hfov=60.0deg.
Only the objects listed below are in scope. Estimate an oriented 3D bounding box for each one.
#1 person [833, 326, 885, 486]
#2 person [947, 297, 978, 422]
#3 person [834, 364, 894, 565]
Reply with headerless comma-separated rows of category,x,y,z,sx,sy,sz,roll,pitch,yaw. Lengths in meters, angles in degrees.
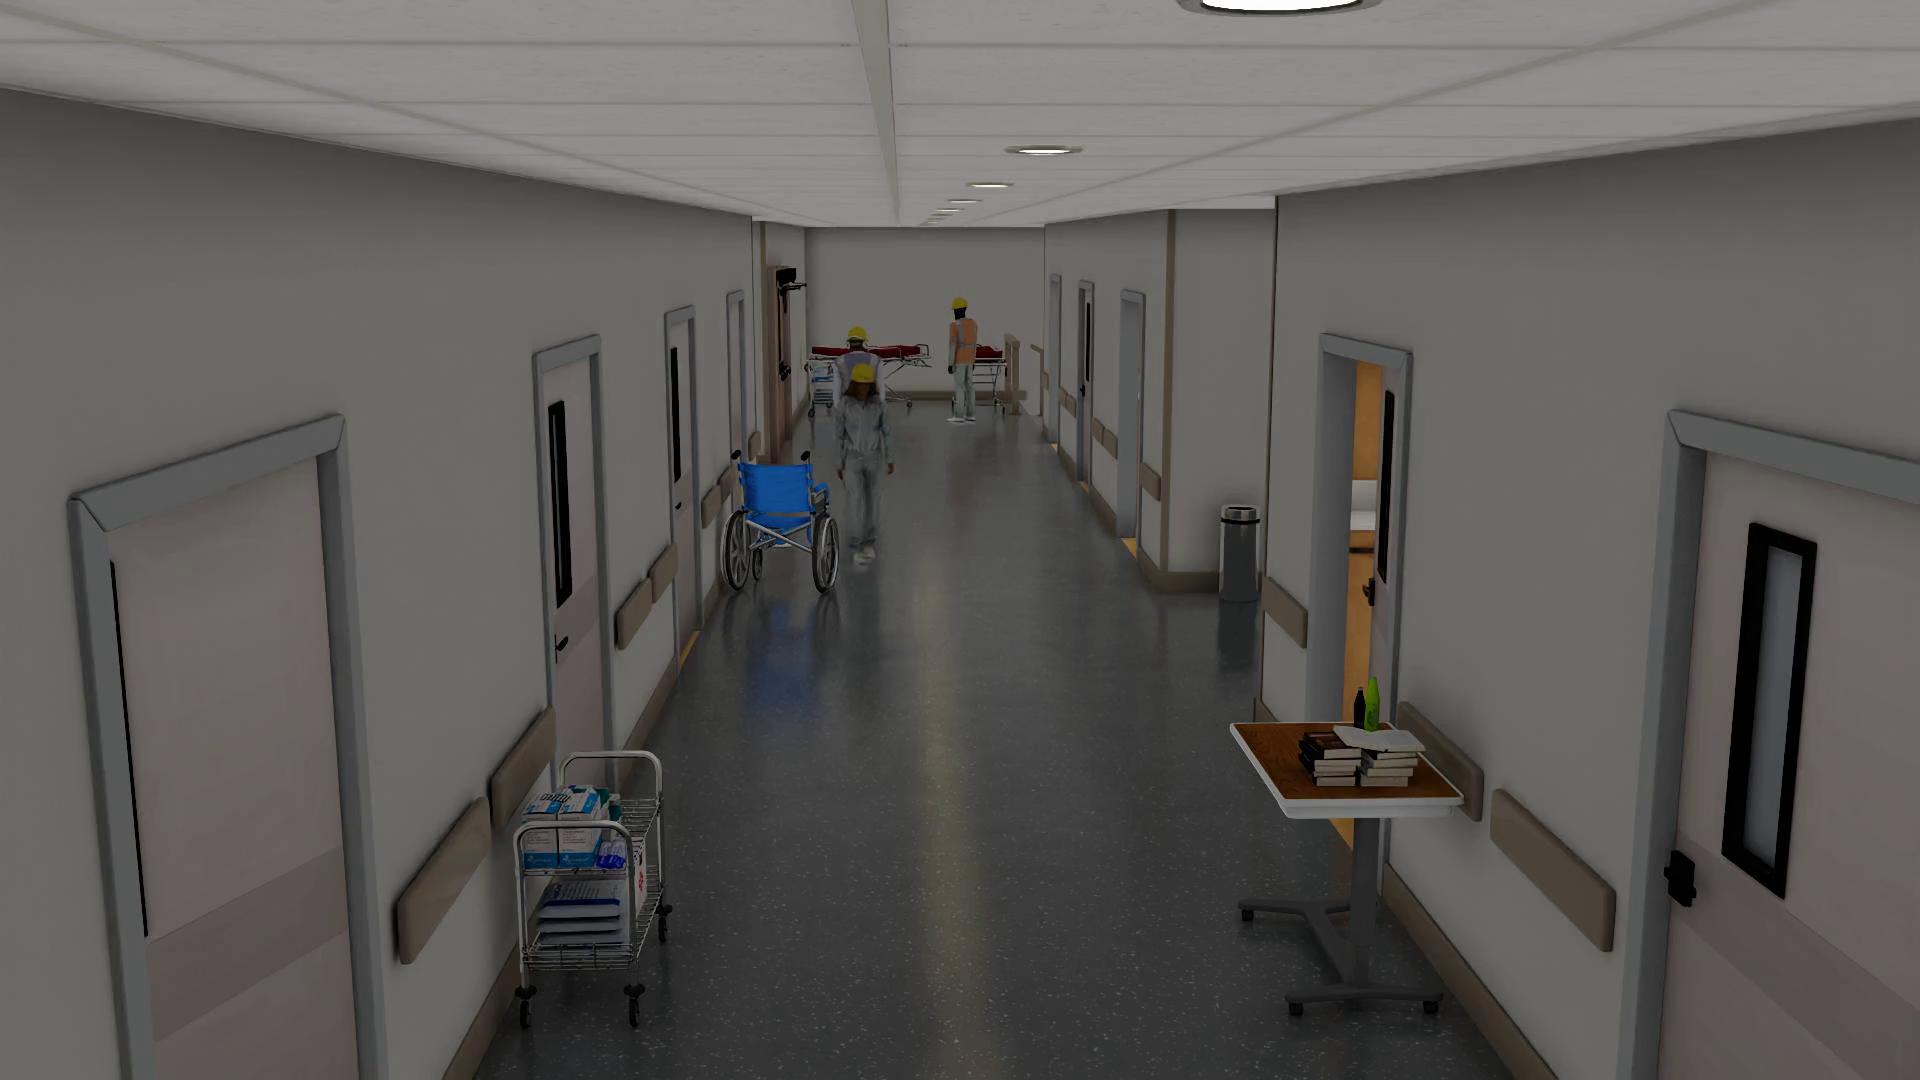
person,-1.142,-1.500,18.823,0.586,1.823,0.403,-1,10,-4
person,0.023,-2.776,25.672,0.397,1.920,0.586,9,13,40
person,-0.817,-0.660,14.421,0.507,1.720,0.617,-3,11,-16
